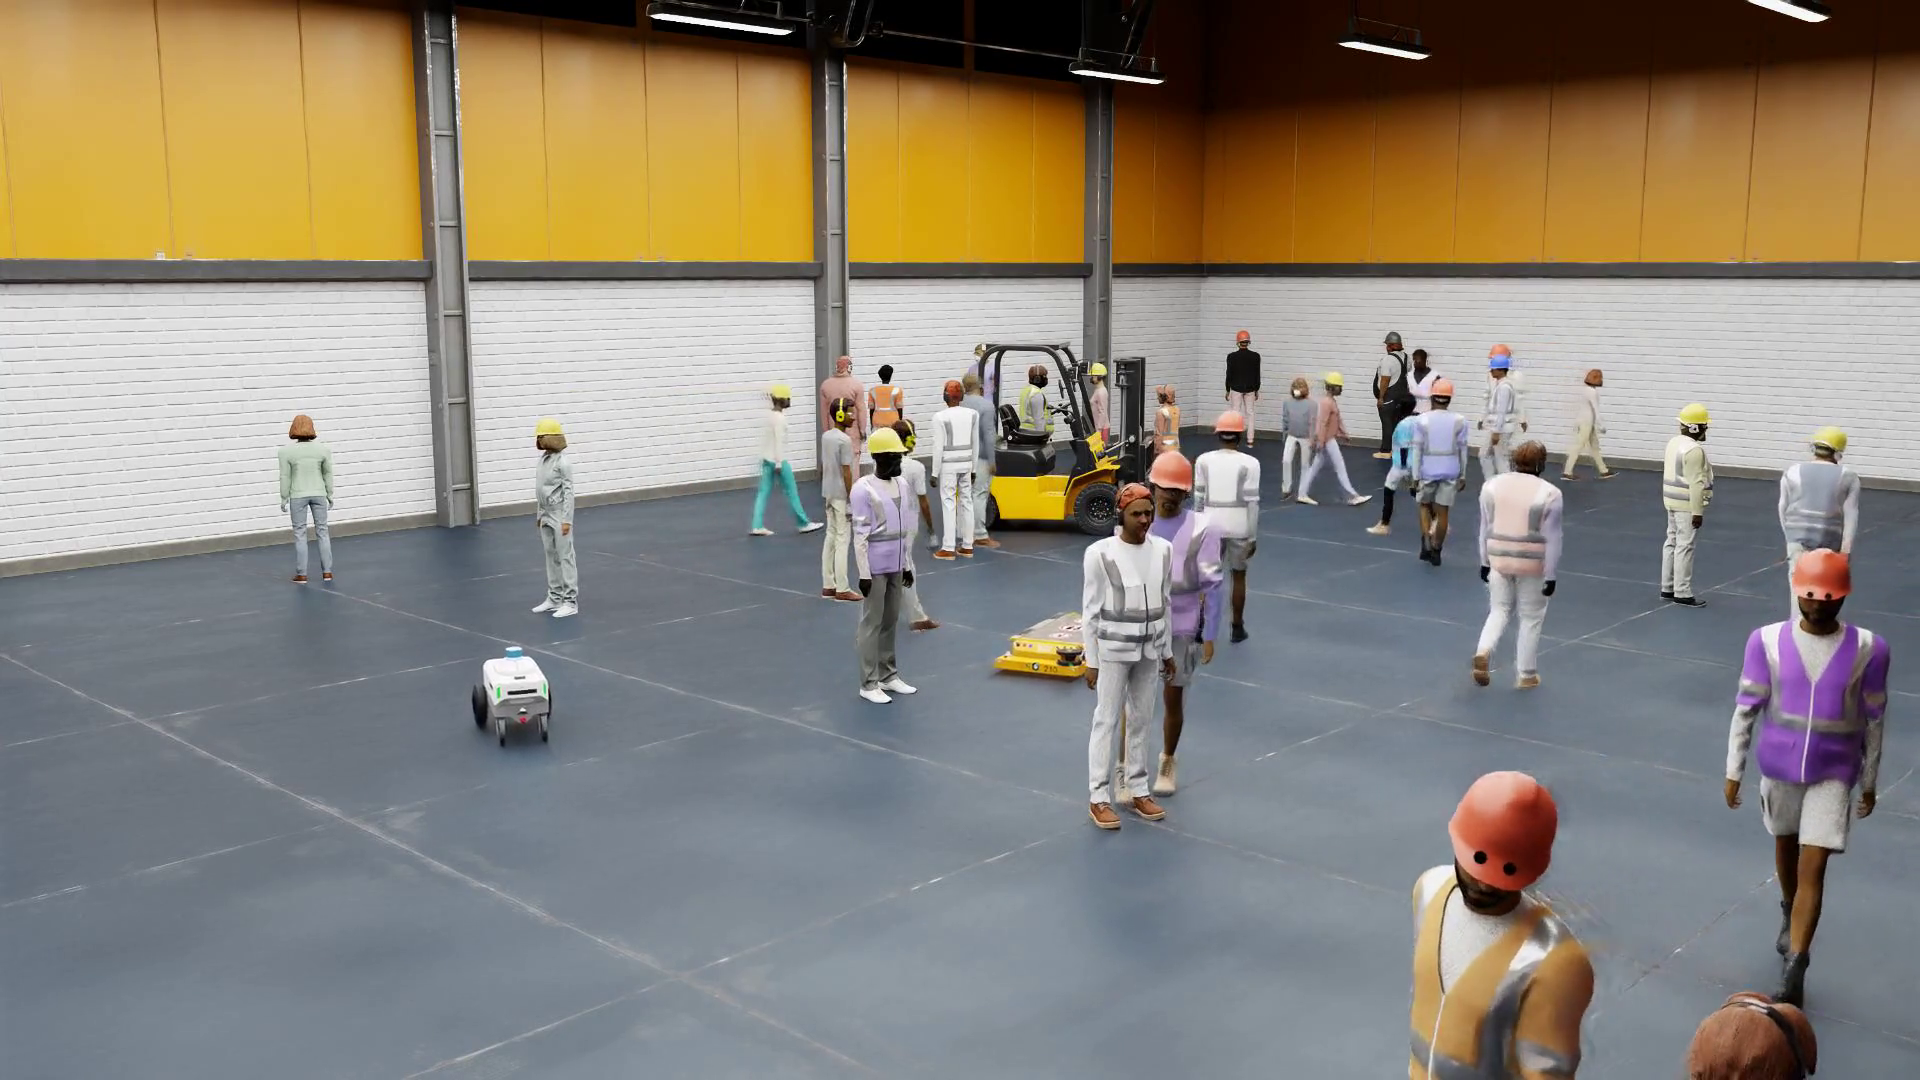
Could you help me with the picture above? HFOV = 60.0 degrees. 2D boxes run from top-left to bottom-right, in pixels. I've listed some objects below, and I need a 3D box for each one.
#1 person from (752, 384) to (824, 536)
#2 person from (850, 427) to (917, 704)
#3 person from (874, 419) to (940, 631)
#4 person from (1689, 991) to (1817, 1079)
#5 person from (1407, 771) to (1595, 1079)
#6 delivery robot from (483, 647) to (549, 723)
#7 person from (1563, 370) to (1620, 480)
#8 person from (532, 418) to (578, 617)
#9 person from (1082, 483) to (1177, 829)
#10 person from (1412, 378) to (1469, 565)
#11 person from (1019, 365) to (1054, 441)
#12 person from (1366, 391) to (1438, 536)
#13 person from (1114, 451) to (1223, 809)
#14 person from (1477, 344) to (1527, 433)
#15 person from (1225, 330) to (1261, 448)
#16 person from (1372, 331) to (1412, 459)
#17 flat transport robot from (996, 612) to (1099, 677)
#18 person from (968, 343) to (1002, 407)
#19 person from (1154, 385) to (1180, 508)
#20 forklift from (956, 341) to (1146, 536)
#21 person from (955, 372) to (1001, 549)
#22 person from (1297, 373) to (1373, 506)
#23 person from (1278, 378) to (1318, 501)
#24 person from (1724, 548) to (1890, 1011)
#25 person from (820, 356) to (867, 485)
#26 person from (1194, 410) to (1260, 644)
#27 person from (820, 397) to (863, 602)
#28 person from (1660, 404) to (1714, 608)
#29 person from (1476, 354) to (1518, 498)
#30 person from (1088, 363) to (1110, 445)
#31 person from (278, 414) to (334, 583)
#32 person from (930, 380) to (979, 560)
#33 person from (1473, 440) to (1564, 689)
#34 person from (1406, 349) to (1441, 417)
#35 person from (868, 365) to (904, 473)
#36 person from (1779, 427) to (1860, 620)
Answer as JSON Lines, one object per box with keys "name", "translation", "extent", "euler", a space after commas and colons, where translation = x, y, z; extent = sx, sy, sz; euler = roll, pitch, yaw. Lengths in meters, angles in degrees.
{"name": "person", "translation": [-1.992, -0.908, 18.932], "extent": [0.871, 1.724, 0.536], "euler": [-5, 10, -26]}
{"name": "person", "translation": [-0.530, 0.170, 11.719], "extent": [0.360, 1.930, 0.587], "euler": [6, 11, 31]}
{"name": "person", "translation": [-0.490, -0.074, 13.592], "extent": [0.532, 1.826, 1.005], "euler": [8, 12, 40]}
{"name": "person", "translation": [1.517, 1.702, 3.325], "extent": [0.810, 1.605, 0.527], "euler": [-9, 13, -44]}
{"name": "person", "translation": [1.230, 1.445, 3.984], "extent": [0.458, 1.899, 0.558], "euler": [-4, 10, -24]}
{"name": "delivery robot", "translation": [-2.912, 0.944, 10.891], "extent": [0.477, 0.478, 0.707], "euler": [-4, 10, -22]}
{"name": "person", "translation": [9.079, -1.636, 23.817], "extent": [0.829, 1.592, 0.512], "euler": [2, 9, 12]}
{"name": "person", "translation": [-3.559, -0.199, 14.551], "extent": [0.304, 1.745, 0.483], "euler": [-9, 13, -43]}
{"name": "person", "translation": [0.925, 0.623, 9.085], "extent": [0.585, 1.882, 0.337], "euler": [-5, 11, -29]}
{"name": "person", "translation": [4.916, -0.697, 17.053], "extent": [0.555, 1.918, 0.407], "euler": [2, 10, 14]}
{"name": "person", "translation": [0.960, -1.258, 20.747], "extent": [0.429, 1.842, 0.636], "euler": [-2, 9, -12]}
{"name": "person", "translation": [5.108, -0.859, 18.842], "extent": [0.838, 1.662, 0.530], "euler": [7, 12, 37]}
{"name": "person", "translation": [1.162, 0.502, 9.412], "extent": [0.631, 2.012, 0.661], "euler": [2, 10, 13]}
{"name": "person", "translation": [7.430, -1.681, 22.814], "extent": [0.639, 2.012, 0.694], "euler": [-5, 11, -28]}
{"name": "person", "translation": [4.793, -2.553, 28.208], "extent": [0.613, 1.997, 0.374], "euler": [-1, 9, -9]}
{"name": "person", "translation": [6.890, -2.329, 26.702], "extent": [0.683, 2.000, 0.538], "euler": [-8, 12, -41]}
{"name": "flat transport robot", "translation": [0.866, 0.794, 12.965], "extent": [0.652, 0.197, 1.431], "euler": [4, 10, 25]}
{"name": "person", "translation": [0.343, -1.940, 24.628], "extent": [0.637, 1.938, 0.355], "euler": [9, 13, 43]}
{"name": "person", "translation": [2.513, -1.066, 20.218], "extent": [0.312, 1.632, 0.518], "euler": [6, 11, 34]}
{"name": "forklift", "translation": [0.977, -1.223, 19.452], "extent": [2.313, 2.155, 1.214], "euler": [2, 9, 11]}
{"name": "person", "translation": [0.179, -0.861, 18.156], "extent": [0.381, 1.905, 0.742], "euler": [-9, 13, -43]}
{"name": "person", "translation": [4.791, -1.272, 21.262], "extent": [0.965, 1.699, 0.522], "euler": [2, 10, 13]}
{"name": "person", "translation": [4.403, -1.305, 21.717], "extent": [0.509, 1.609, 0.629], "euler": [5, 11, 29]}
{"name": "person", "translation": [3.577, 0.957, 7.056], "extent": [0.568, 1.883, 1.015], "euler": [6, 11, 33]}
{"name": "person", "translation": [-1.495, -1.456, 21.774], "extent": [0.640, 1.905, 0.410], "euler": [4, 10, 22]}
{"name": "person", "translation": [2.111, -0.083, 13.358], "extent": [0.546, 1.919, 0.716], "euler": [5, 10, 26]}
{"name": "person", "translation": [-1.100, -0.372, 15.244], "extent": [0.332, 1.866, 0.514], "euler": [-6, 11, -31]}
{"name": "person", "translation": [6.554, -0.314, 14.984], "extent": [0.404, 1.831, 0.600], "euler": [0, 9, 1]}
{"name": "person", "translation": [6.964, -1.455, 21.685], "extent": [0.589, 1.923, 0.634], "euler": [2, 10, 13]}
{"name": "person", "translation": [1.867, -1.497, 22.445], "extent": [0.313, 1.769, 0.523], "euler": [0, 9, 1]}
{"name": "person", "translation": [-6.324, -0.399, 16.115], "extent": [0.507, 1.633, 0.277], "euler": [-7, 11, -35]}
{"name": "person", "translation": [-0.060, -0.729, 17.382], "extent": [0.573, 1.883, 0.356], "euler": [-7, 11, -35]}
{"name": "person", "translation": [3.981, 0.195, 11.886], "extent": [0.639, 1.829, 0.631], "euler": [9, 13, 43]}
{"name": "person", "translation": [6.575, -1.774, 23.766], "extent": [0.800, 1.878, 0.625], "euler": [-7, 12, -38]}
{"name": "person", "translation": [-1.043, -1.625, 23.470], "extent": [0.530, 1.689, 0.321], "euler": [3, 10, 18]}
{"name": "person", "translation": [6.876, -0.019, 13.349], "extent": [0.578, 1.768, 0.940], "euler": [5, 11, 30]}
